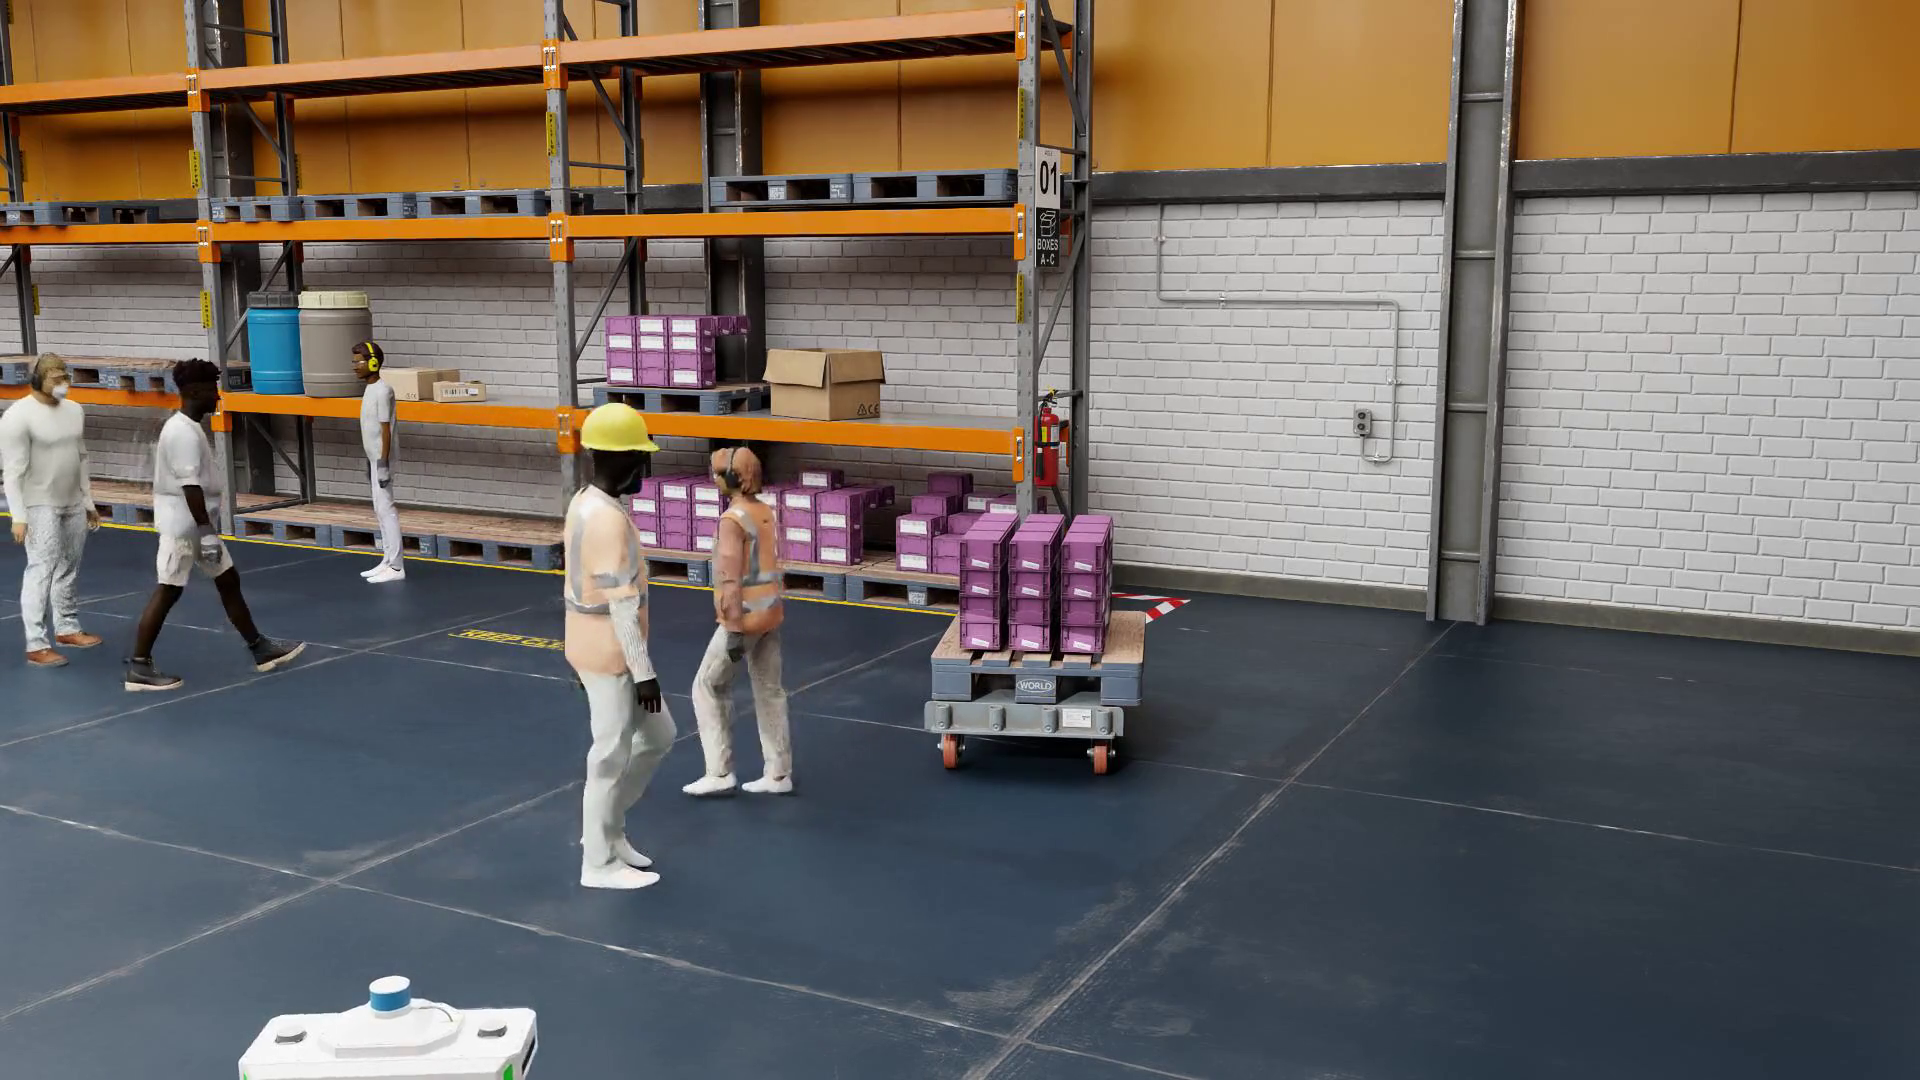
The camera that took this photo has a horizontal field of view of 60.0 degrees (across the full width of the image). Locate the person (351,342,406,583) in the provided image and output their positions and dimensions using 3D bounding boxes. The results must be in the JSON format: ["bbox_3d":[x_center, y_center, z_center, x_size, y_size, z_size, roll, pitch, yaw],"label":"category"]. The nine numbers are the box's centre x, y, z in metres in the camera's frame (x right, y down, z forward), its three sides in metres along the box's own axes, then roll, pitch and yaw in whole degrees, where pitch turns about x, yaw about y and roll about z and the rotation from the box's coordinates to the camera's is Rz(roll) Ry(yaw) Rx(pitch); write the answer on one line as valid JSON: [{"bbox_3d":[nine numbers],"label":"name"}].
[{"bbox_3d":[-4.524,-0.603,12.932,0.327,1.862,0.513,-5,11,-30],"label":"person"}]

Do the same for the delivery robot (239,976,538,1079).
[{"bbox_3d":[-1.480,1.390,4.359,0.707,0.478,0.477,-1,9,-4],"label":"delivery robot"}]

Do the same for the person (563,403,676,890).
[{"bbox_3d":[-1.310,0.429,6.407,0.437,1.910,0.596,-2,9,-10],"label":"person"}]

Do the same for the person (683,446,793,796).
[{"bbox_3d":[-1.044,0.382,7.575,0.609,1.615,0.552,2,10,15],"label":"person"}]

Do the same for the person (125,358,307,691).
[{"bbox_3d":[-4.400,-0.100,9.678,1.019,1.903,0.628,-4,10,-21],"label":"person"}]

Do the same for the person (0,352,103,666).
[{"bbox_3d":[-5.632,-0.212,10.348,0.419,1.930,0.639,2,9,10],"label":"person"}]
